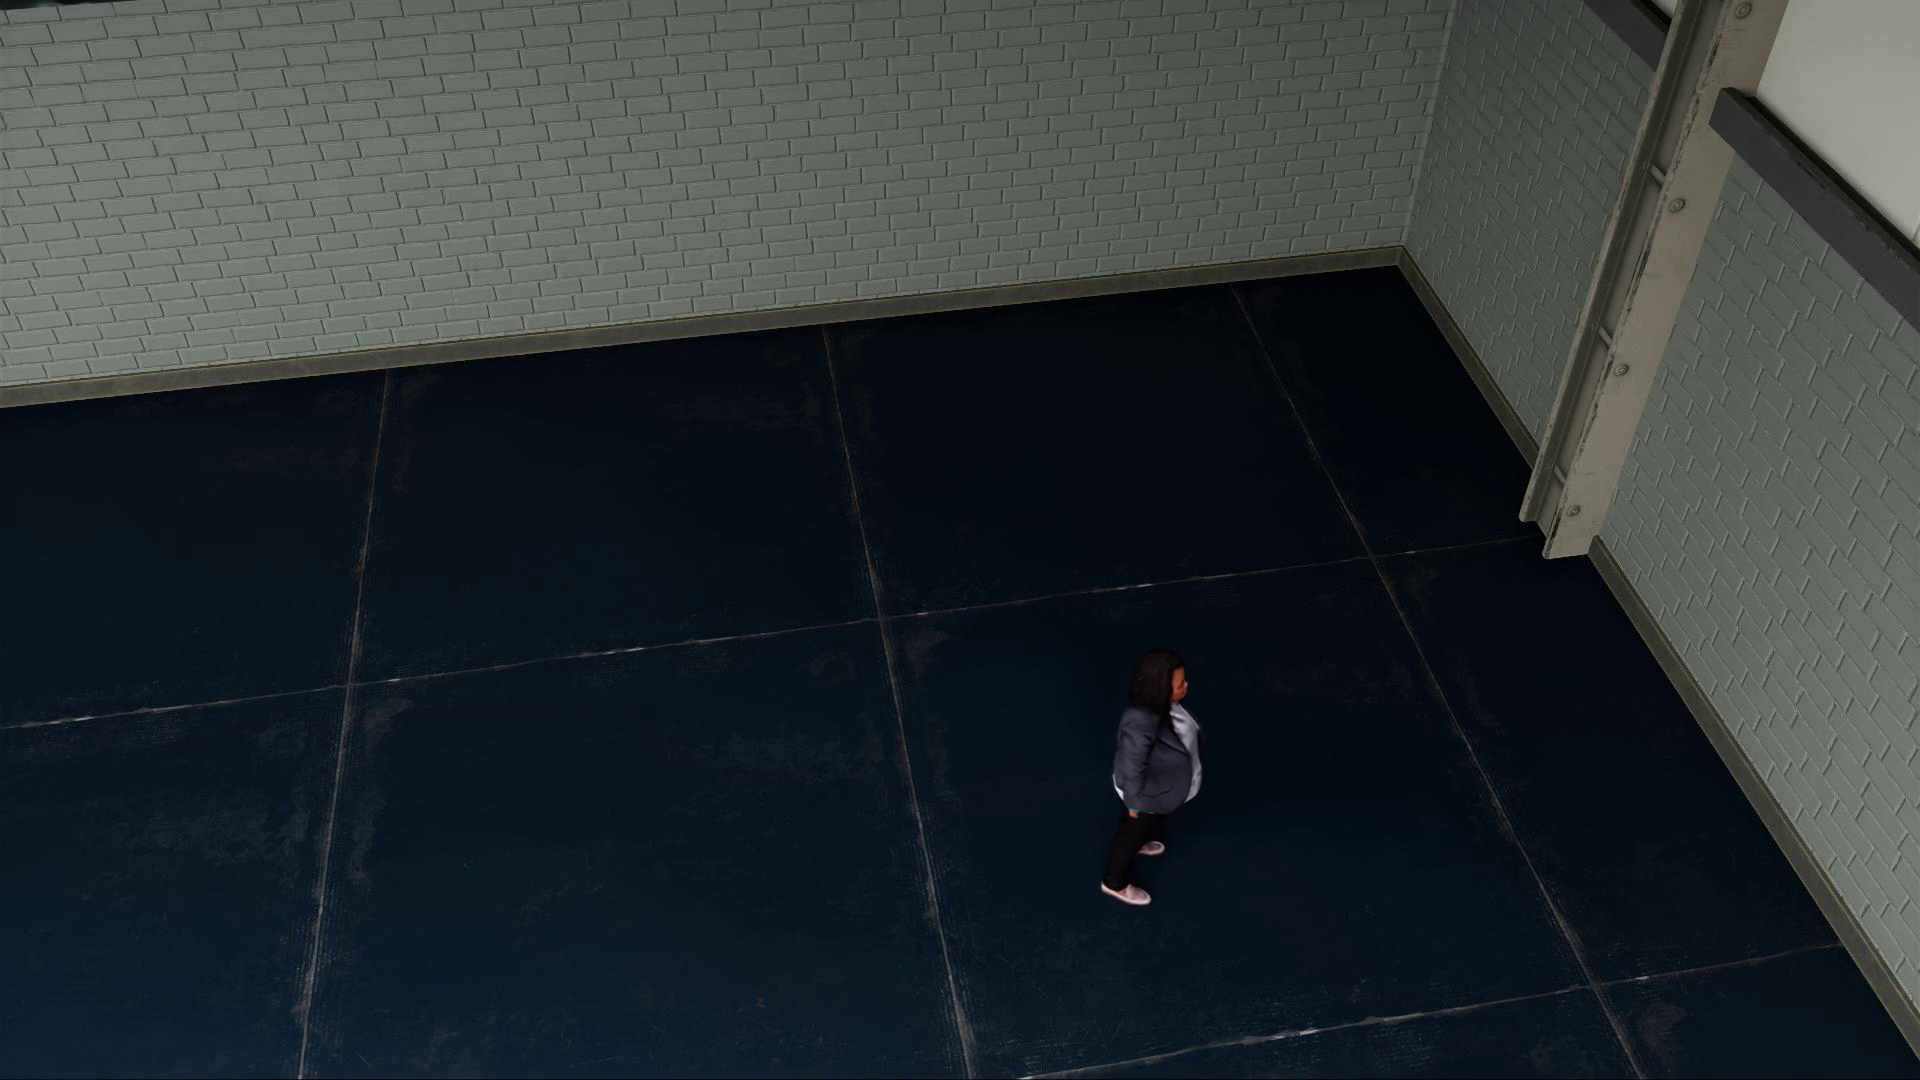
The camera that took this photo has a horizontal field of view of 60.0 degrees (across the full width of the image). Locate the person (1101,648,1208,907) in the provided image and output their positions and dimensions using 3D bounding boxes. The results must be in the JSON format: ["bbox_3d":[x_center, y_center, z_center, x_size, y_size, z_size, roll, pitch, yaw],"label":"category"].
[{"bbox_3d":[0.871,1.098,7.825,0.853,1.590,0.757,13,45,14],"label":"person"}]
